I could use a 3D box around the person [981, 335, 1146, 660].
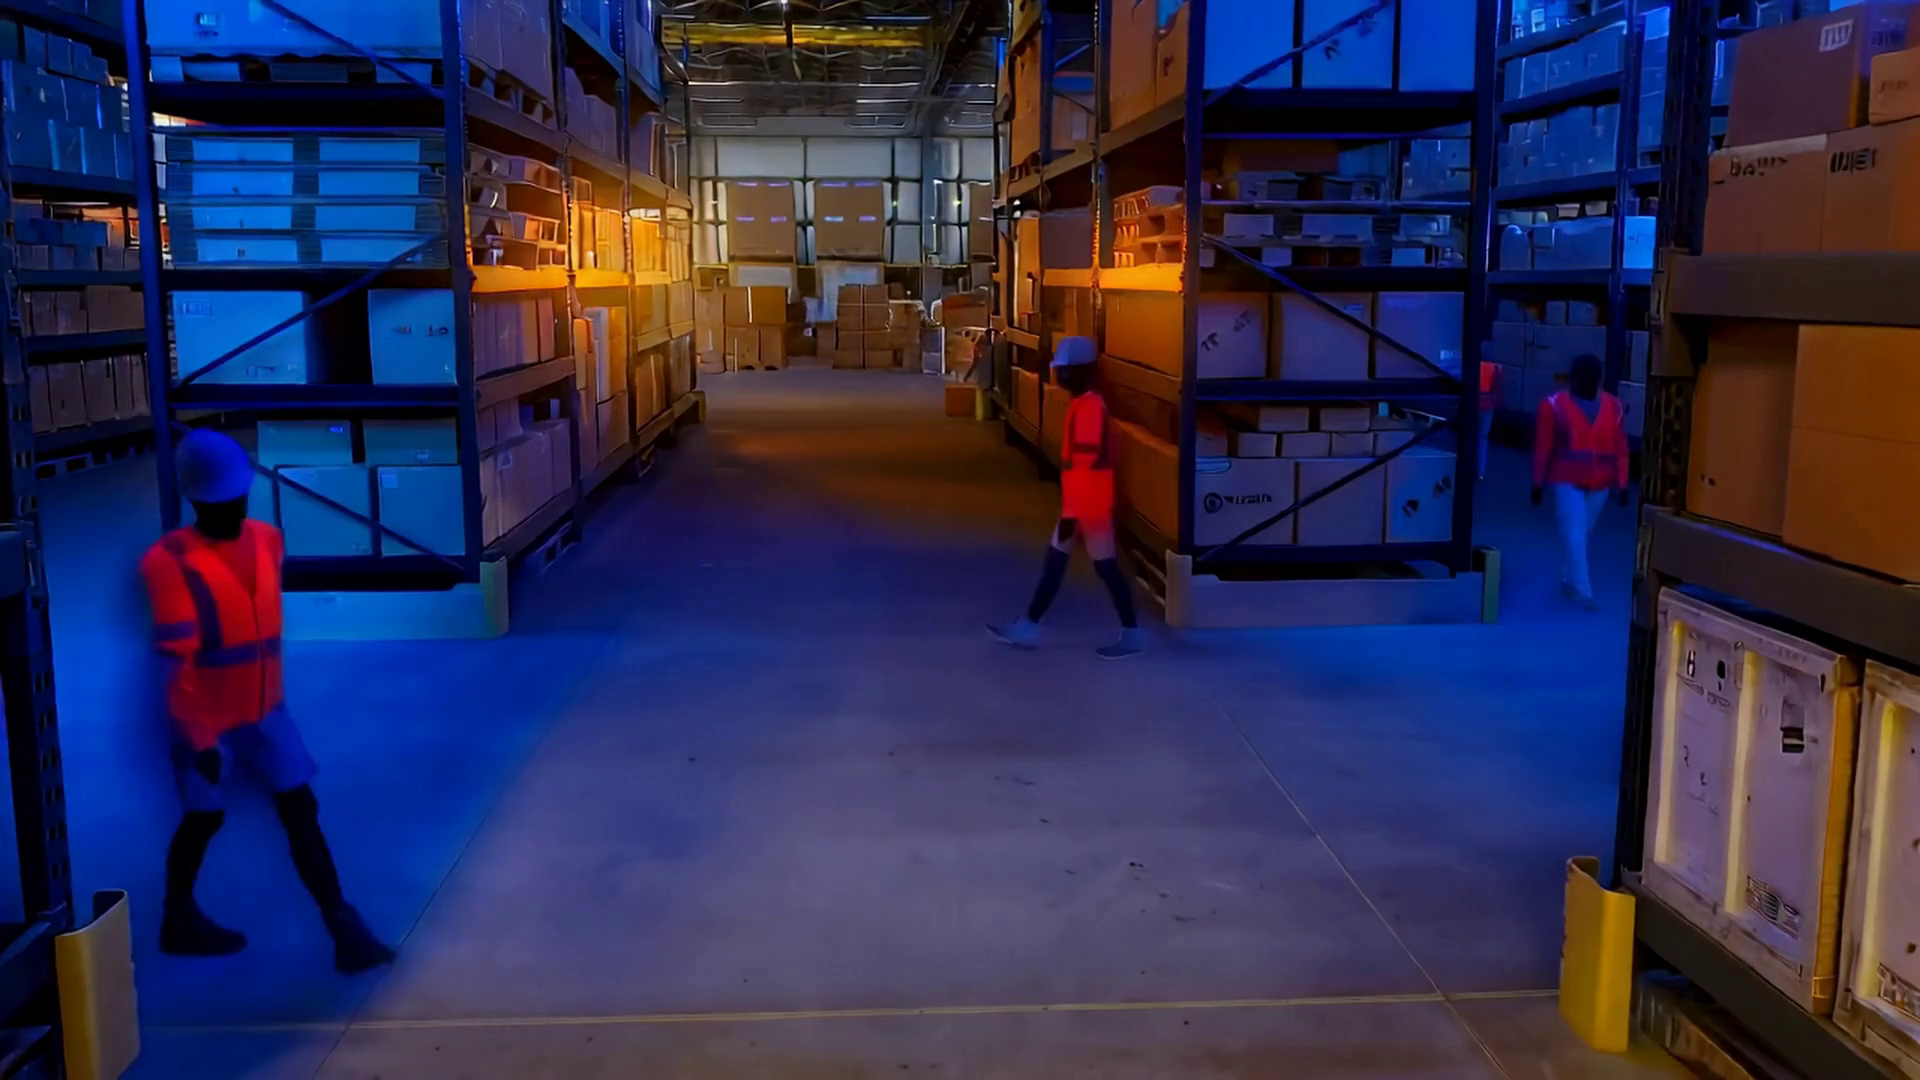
[{"bbox_3d":[0.666,-0.243,10.131,1.041,1.986,0.650,0,9,-2],"label":"person"}]

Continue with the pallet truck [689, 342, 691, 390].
[{"bbox_3d":[-5.225,-3.008,27.480,1.885,1.965,0.823,2,9,14],"label":"pallet truck"}]

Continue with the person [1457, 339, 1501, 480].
[{"bbox_3d":[5.971,-1.505,19.218,0.528,1.625,0.522,0,9,3],"label":"person"}]

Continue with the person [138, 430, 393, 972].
[{"bbox_3d":[-2.391,0.555,5.532,0.975,1.862,0.595,4,10,22],"label":"person"}]

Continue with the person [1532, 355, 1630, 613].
[{"bbox_3d":[4.431,-0.409,11.818,0.644,1.792,0.949,-1,9,-4],"label":"person"}]

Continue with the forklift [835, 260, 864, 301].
[{"bbox_3d":[-3.495,-7.471,52.740,1.129,2.768,1.873,-1,9,-4],"label":"forklift"}]
